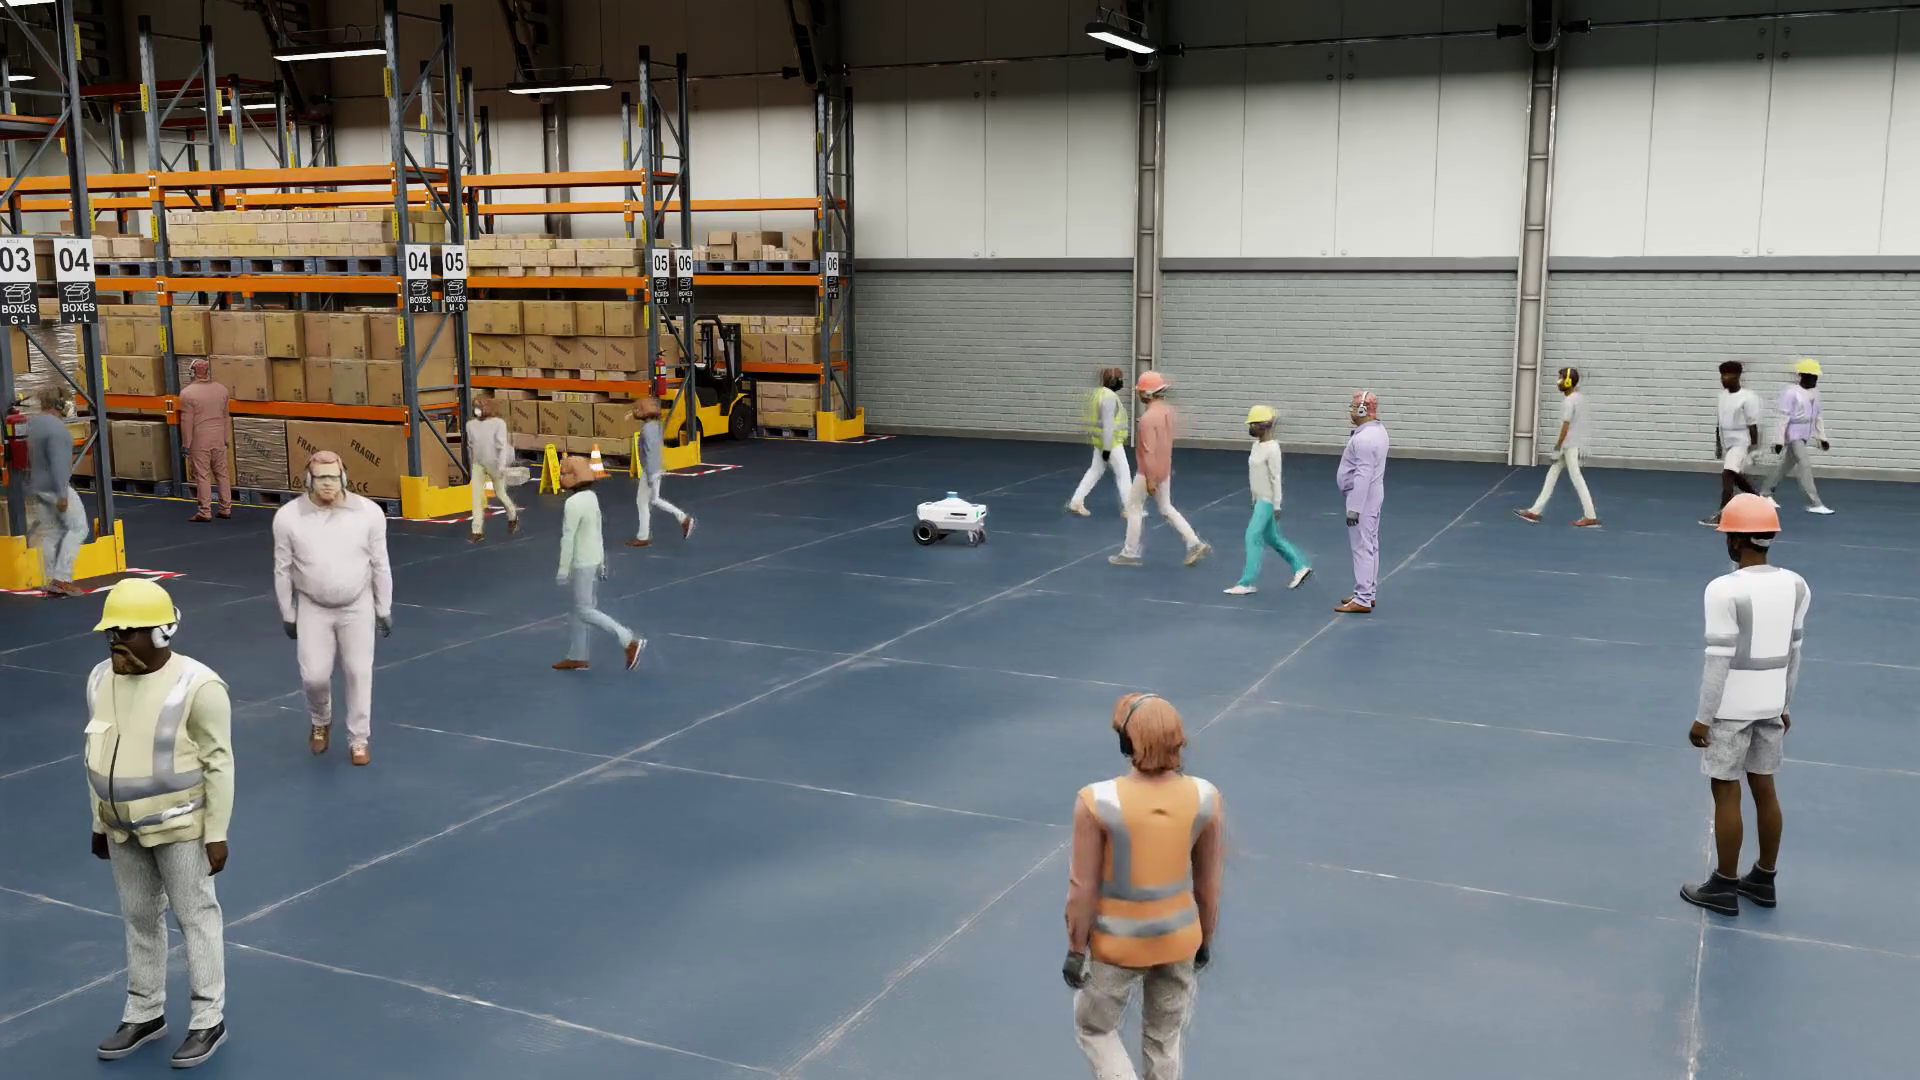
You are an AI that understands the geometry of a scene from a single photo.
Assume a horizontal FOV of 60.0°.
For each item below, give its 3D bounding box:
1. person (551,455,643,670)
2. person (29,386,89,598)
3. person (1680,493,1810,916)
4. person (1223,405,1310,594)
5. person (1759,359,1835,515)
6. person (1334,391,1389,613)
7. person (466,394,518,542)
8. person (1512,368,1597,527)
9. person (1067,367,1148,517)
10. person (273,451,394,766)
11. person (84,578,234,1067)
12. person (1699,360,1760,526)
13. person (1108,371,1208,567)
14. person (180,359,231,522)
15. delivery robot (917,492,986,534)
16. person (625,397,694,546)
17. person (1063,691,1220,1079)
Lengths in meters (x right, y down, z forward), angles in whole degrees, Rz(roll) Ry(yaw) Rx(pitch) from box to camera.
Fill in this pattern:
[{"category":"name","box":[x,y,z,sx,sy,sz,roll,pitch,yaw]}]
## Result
[{"category":"person","box":[-2.669,0.183,12.112,0.668,1.607,0.502,1,9,3]},{"category":"person","box":[-8.120,-0.427,14.972,0.662,1.907,0.451,9,13,43]},{"category":"person","box":[3.580,0.749,7.643,0.551,1.932,0.378,-3,10,-20]},{"category":"person","box":[2.841,-0.373,15.172,0.846,1.724,0.533,-2,9,-10]},{"category":"person","box":[10.231,-1.275,20.297,0.597,1.874,1.032,-6,11,-34]},{"category":"person","box":[3.445,-0.325,14.315,0.408,1.909,0.638,4,10,24]},{"category":"person","box":[-5.144,-0.809,18.218,0.502,1.603,0.764,2,9,12]},{"category":"person","box":[6.898,-1.061,19.088,0.961,1.817,0.551,4,10,24]},{"category":"person","box":[1.731,-1.158,19.777,0.940,1.805,0.635,-1,9,-5]},{"category":"person","box":[-3.705,0.410,9.874,0.651,1.893,0.443,-4,10,-21]},{"category":"person","box":[-2.981,1.040,6.165,0.588,1.835,0.404,3,10,16]},{"category":"person","box":[9.016,-1.117,19.161,0.916,1.921,0.656,-2,9,-11]},{"category":"person","box":[1.970,-0.691,16.409,0.929,1.962,0.614,6,11,33]},{"category":"person","box":[-8.835,-1.162,19.441,0.406,1.911,0.636,5,11,28]},{"category":"delivery robot","box":[-0.087,-0.274,17.850,0.707,0.478,0.477,2,10,15]},{"category":"person","box":[-3.219,-0.725,17.668,0.649,1.604,0.500,0,9,0]},{"category":"person","box":[0.588,1.289,5.250,0.535,1.625,0.415,-3,10,-19]}]
